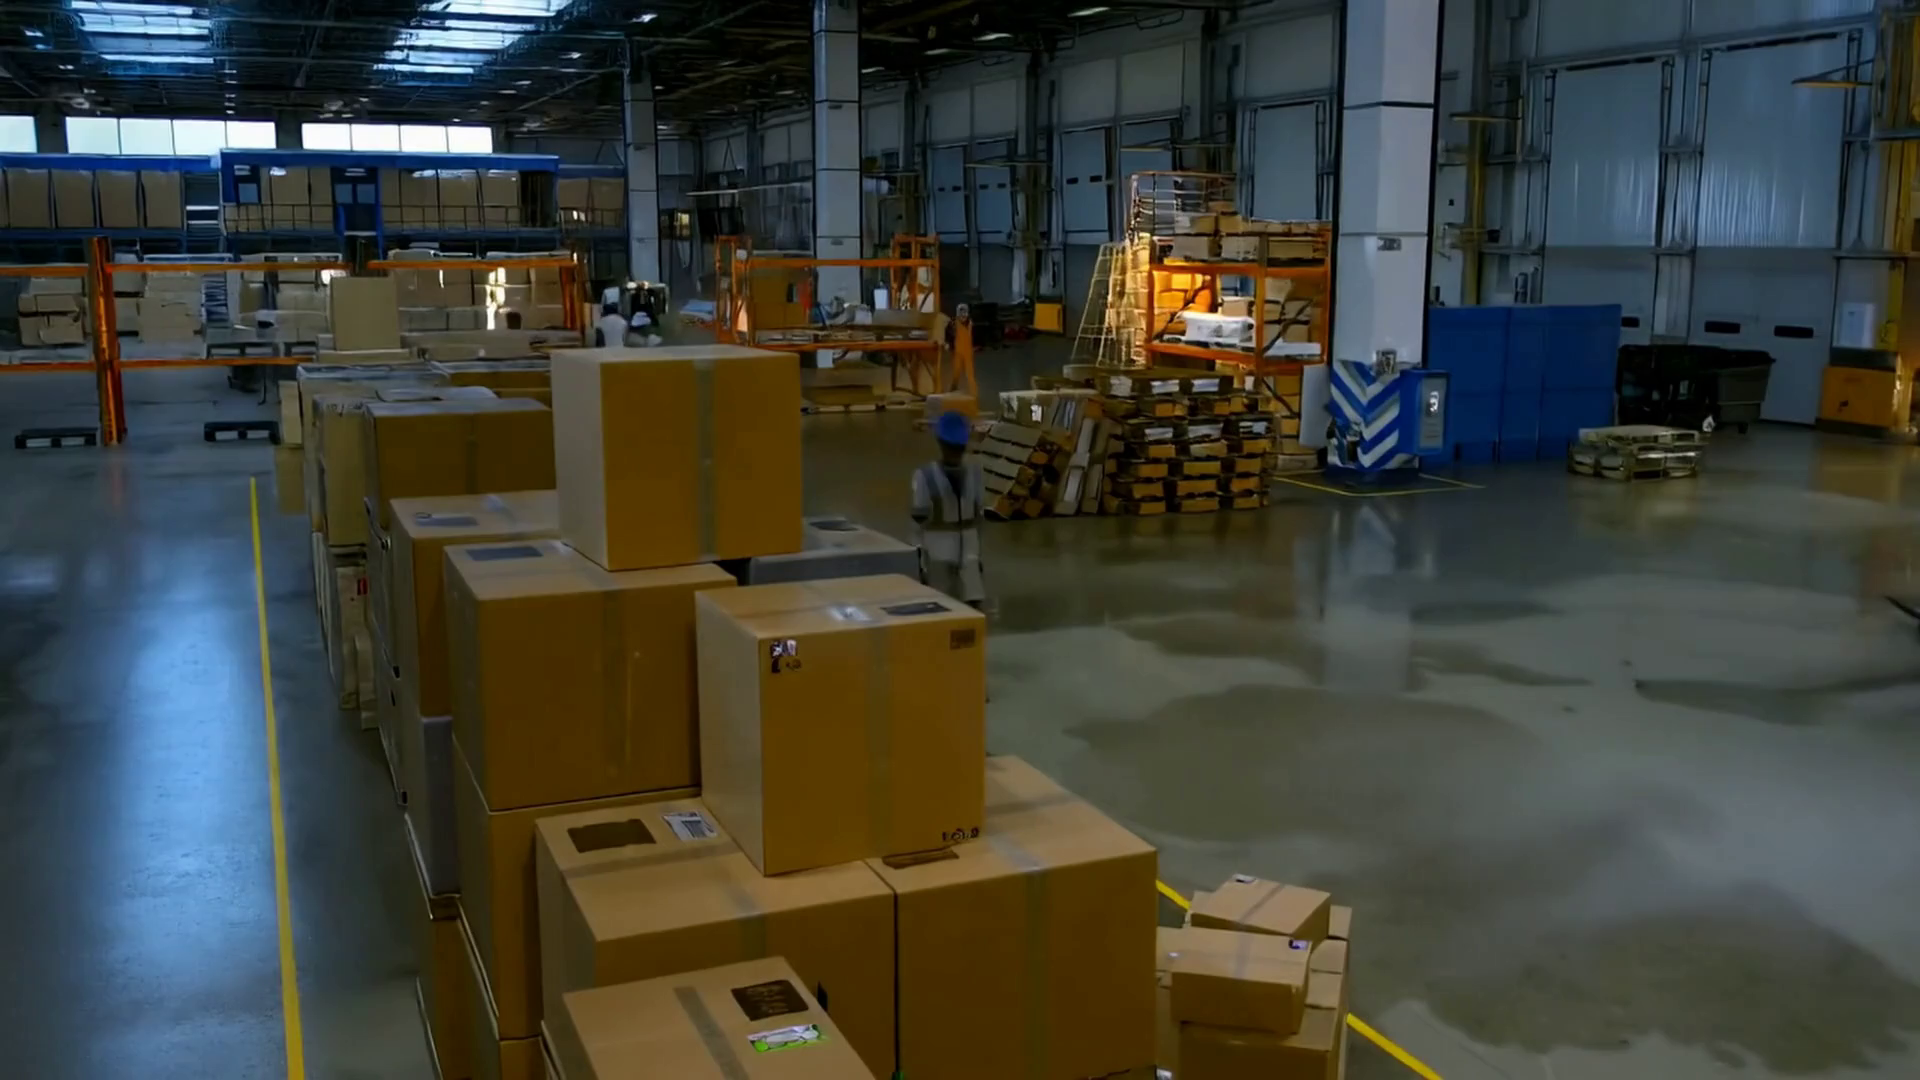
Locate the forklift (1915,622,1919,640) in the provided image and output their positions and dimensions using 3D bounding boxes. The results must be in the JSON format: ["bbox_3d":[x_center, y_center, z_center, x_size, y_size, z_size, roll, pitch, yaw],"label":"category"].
[{"bbox_3d":[7.536,-0.447,11.148,1.129,2.768,1.873,1,10,8],"label":"forklift"}]

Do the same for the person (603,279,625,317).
[{"bbox_3d":[-9.954,-6.591,47.883,0.630,1.840,0.429,-2,10,-9],"label":"person"}]

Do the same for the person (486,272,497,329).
[{"bbox_3d":[-14.864,-7.527,52.800,0.371,1.932,0.626,-1,10,-4],"label":"person"}]

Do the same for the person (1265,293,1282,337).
[{"bbox_3d":[6.014,-3.842,32.451,0.543,1.943,0.348,5,11,24],"label":"person"}]

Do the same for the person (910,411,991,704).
[{"bbox_3d":[-0.096,0.077,10.998,0.560,1.896,0.986,-5,11,-25],"label":"person"}]

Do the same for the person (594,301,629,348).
[{"bbox_3d":[-6.092,-3.245,29.251,0.647,1.917,0.581,-7,12,-32],"label":"person"}]

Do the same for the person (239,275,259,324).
[{"bbox_3d":[-19.569,-6.280,45.758,0.392,1.988,0.608,5,12,27],"label":"person"}]

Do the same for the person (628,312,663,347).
[{"bbox_3d":[-4.702,-2.435,24.764,0.586,1.917,0.380,4,11,19],"label":"person"}]

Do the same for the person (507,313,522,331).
[{"bbox_3d":[-6.802,-2.501,25.239,0.592,1.883,0.938,4,11,22],"label":"person"}]

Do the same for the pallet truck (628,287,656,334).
[{"bbox_3d":[-6.464,-4.406,35.401,0.823,1.965,1.885,6,12,32],"label":"pallet truck"}]

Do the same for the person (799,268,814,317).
[{"bbox_3d":[-5.720,-9.282,62.596,0.978,1.892,0.548,7,12,34],"label":"person"}]

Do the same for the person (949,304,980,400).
[{"bbox_3d":[0.041,-3.546,31.252,0.545,1.790,0.992,-6,12,-28],"label":"person"}]

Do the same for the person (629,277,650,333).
[{"bbox_3d":[-9.279,-6.693,48.332,0.634,1.884,0.476,-4,11,-20],"label":"person"}]

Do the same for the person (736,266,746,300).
[{"bbox_3d":[-9.984,-11.563,74.959,0.615,1.955,0.893,-4,11,-21],"label":"person"}]

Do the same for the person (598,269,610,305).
[{"bbox_3d":[-13.622,-9.440,63.620,0.584,1.821,0.639,-9,14,-41],"label":"person"}]

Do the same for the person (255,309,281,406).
[{"bbox_3d":[-12.445,-3.283,29.918,0.484,1.744,0.295,1,10,6],"label":"person"}]
